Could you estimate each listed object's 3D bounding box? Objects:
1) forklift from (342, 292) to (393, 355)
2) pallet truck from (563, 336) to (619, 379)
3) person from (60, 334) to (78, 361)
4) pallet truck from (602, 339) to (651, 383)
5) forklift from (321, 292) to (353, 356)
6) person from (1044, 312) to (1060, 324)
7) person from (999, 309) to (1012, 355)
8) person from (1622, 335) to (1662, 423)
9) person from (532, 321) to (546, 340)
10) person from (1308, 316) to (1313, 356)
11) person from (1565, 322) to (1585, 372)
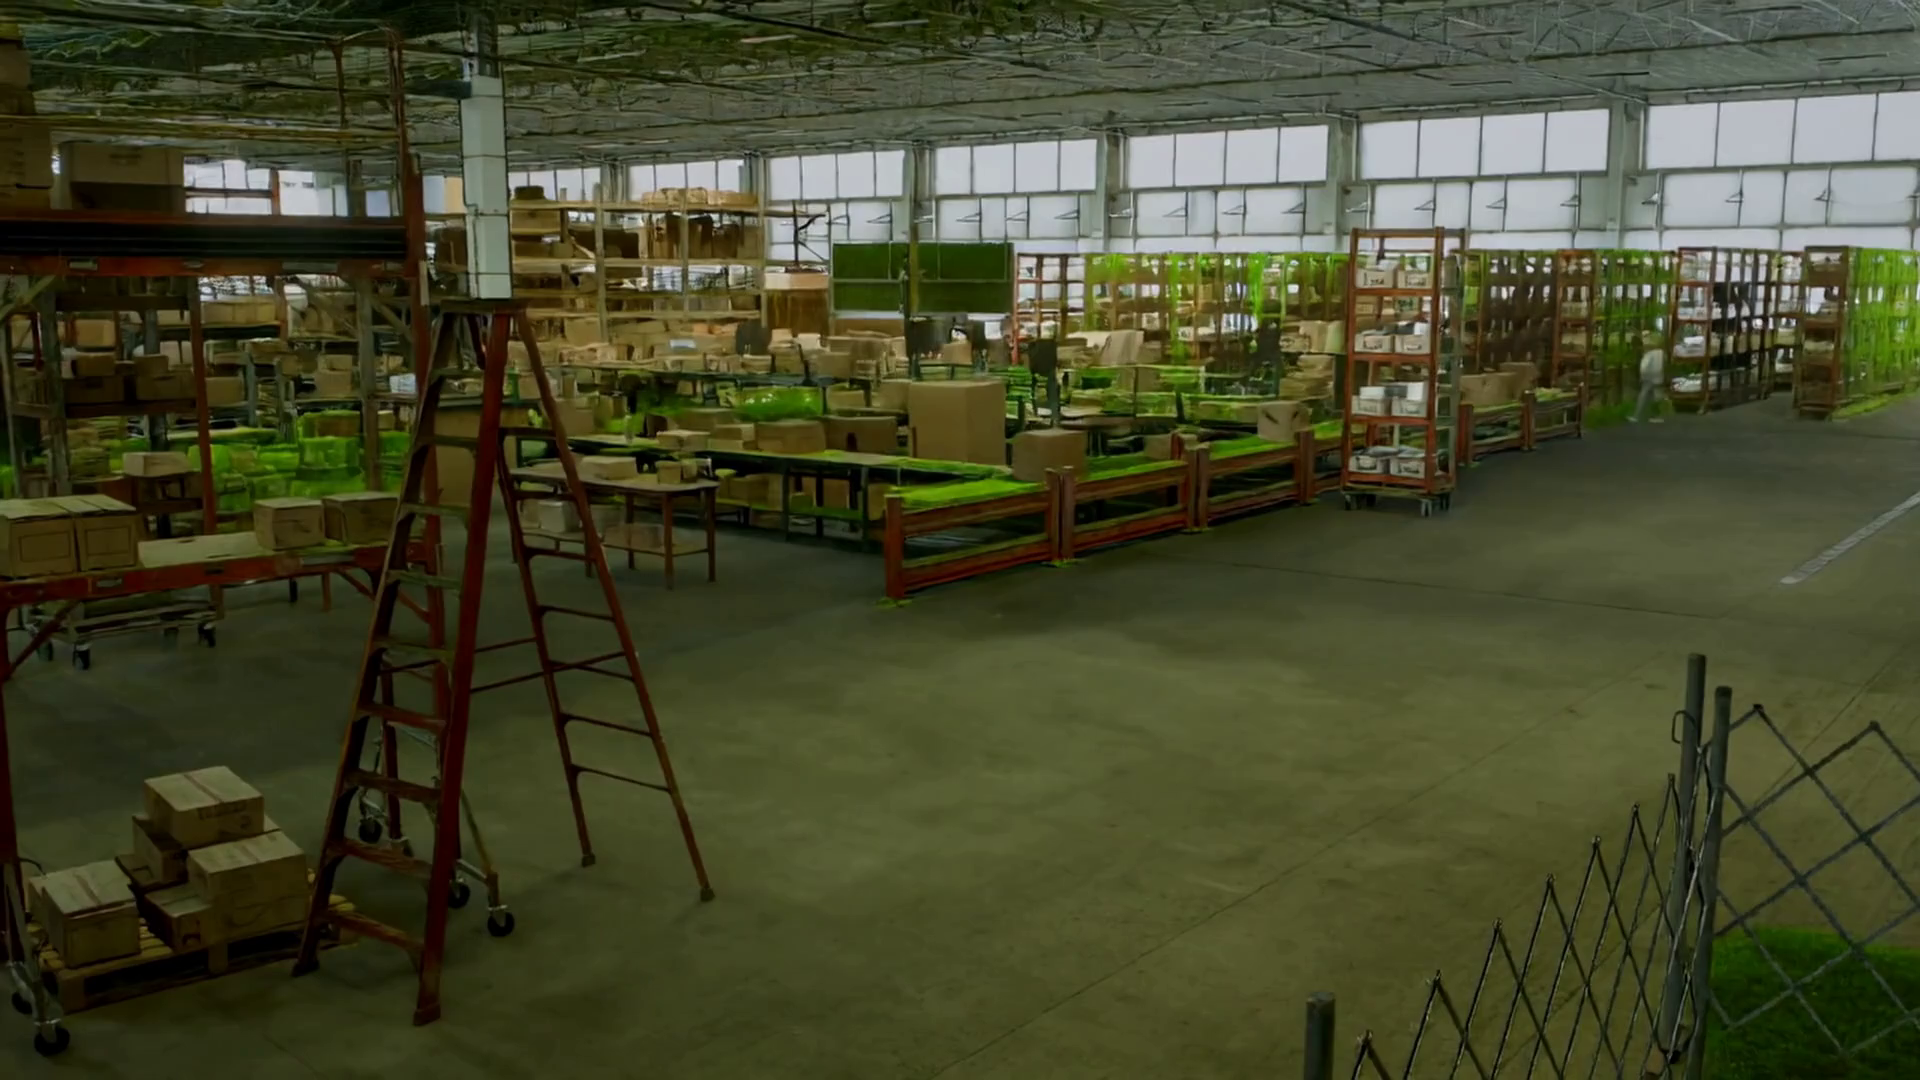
[{"bbox_3d":[-16.485,-5.622,45.120,1.129,2.768,1.873,7,11,37],"label":"forklift"},{"bbox_3d":[-10.690,-5.294,48.215,1.601,1.201,0.680,-5,10,-26],"label":"pallet truck"},{"bbox_3d":[-20.403,-3.899,38.185,0.540,1.655,0.863,7,11,36],"label":"person"},{"bbox_3d":[-8.991,-4.871,45.351,0.653,1.274,1.630,7,11,37],"label":"pallet truck"},{"bbox_3d":[-17.551,-6.151,48.418,1.129,2.768,1.873,7,11,37],"label":"forklift"},{"bbox_3d":[2.936,-6.284,52.282,0.645,1.907,0.400,9,12,43],"label":"person"},{"bbox_3d":[1.709,-7.703,61.749,0.531,1.733,0.442,4,10,21],"label":"person"},{"bbox_3d":[13.898,-3.262,33.771,0.900,1.786,0.625,0,9,3],"label":"person"},{"bbox_3d":[-12.491,-5.664,49.261,0.501,1.632,0.286,3,10,20],"label":"person"},{"bbox_3d":[10.386,-5.875,49.614,0.630,1.949,1.048,0,9,2],"label":"person"},{"bbox_3d":[16.323,-4.881,43.869,0.963,1.793,0.585,8,12,40],"label":"person"}]
